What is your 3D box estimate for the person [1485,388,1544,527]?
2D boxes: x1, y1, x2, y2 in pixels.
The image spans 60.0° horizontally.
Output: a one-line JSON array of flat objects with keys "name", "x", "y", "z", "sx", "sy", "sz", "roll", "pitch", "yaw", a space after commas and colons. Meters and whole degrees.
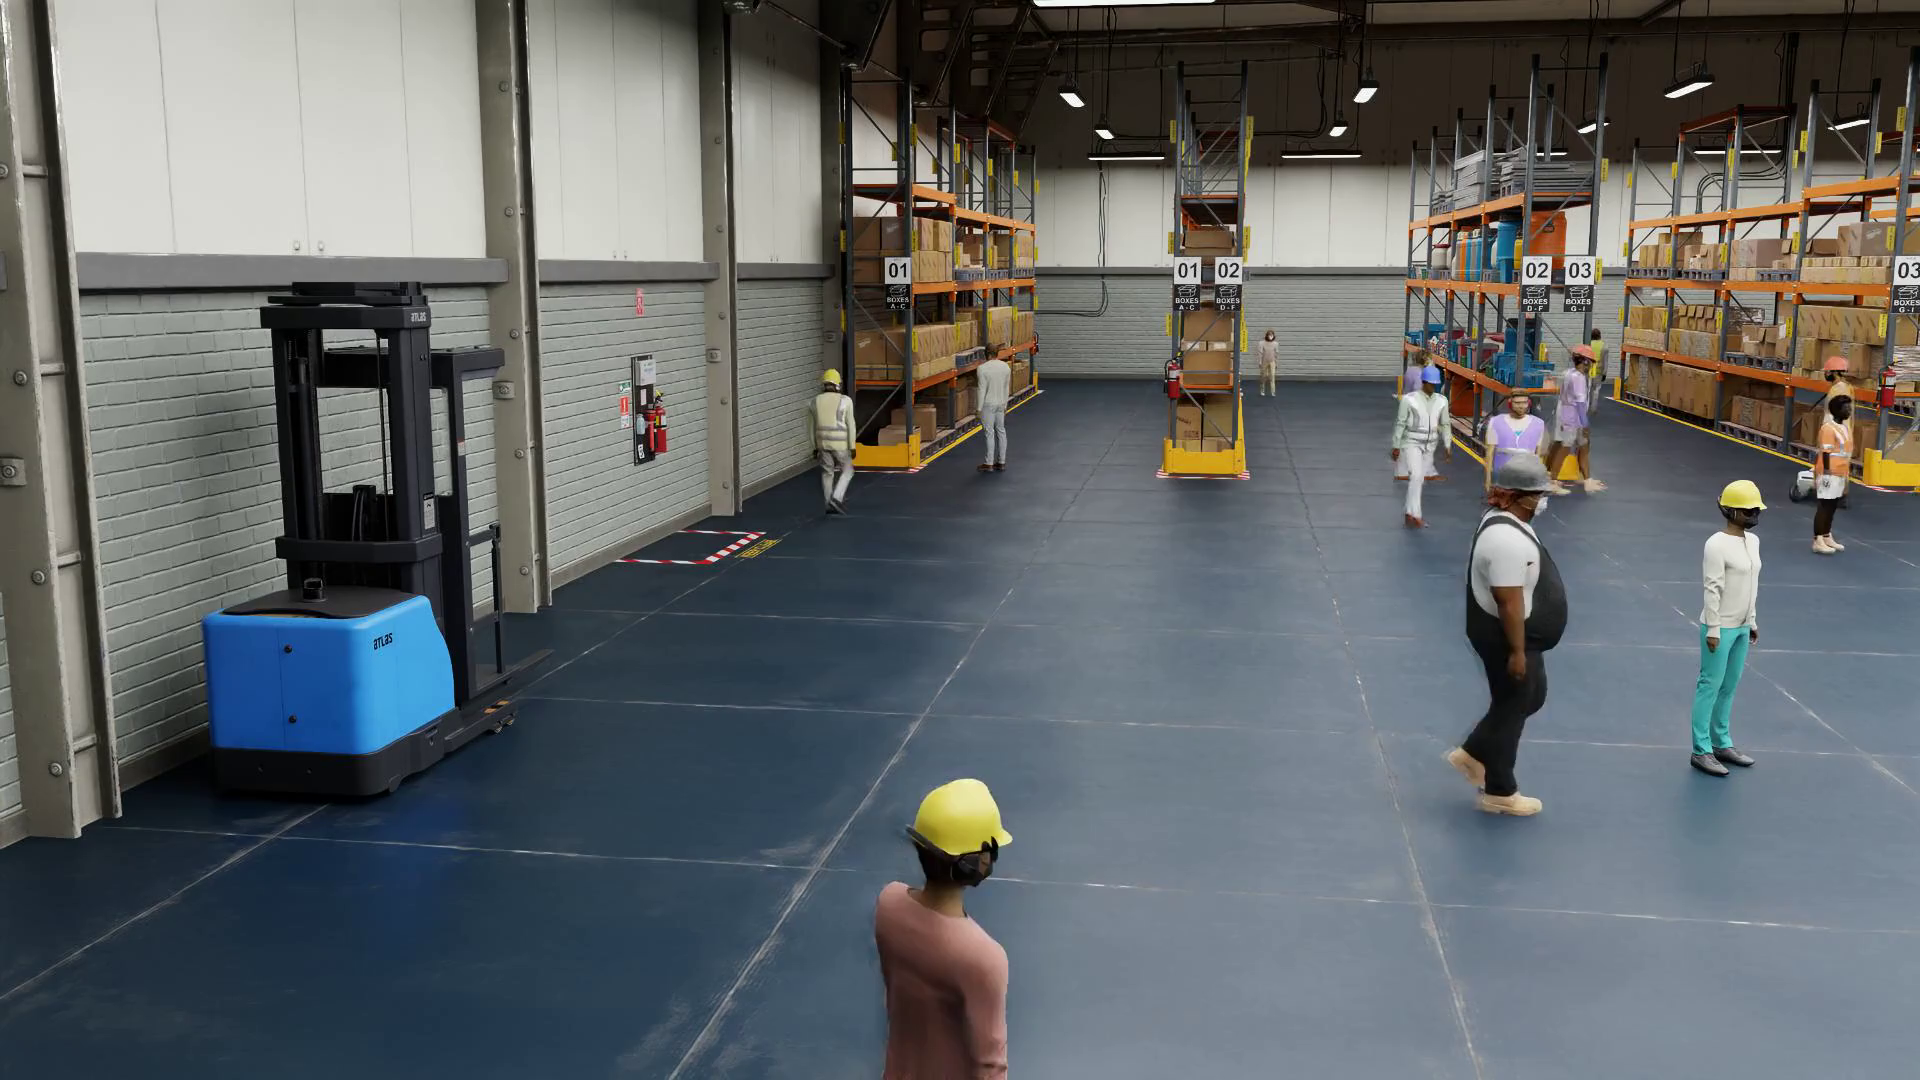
[{"name": "person", "x": 5.628, "y": -0.631, "z": 16.931, "sx": 0.590, "sy": 1.825, "sz": 0.536, "roll": 1, "pitch": 9, "yaw": 7}]

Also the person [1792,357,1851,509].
[{"name": "person", "x": 11.010, "y": -1.377, "z": 21.235, "sx": 0.780, "sy": 1.913, "sz": 0.571, "roll": 6, "pitch": 11, "yaw": 34}]

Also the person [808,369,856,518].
[{"name": "person", "x": -1.542, "y": -1.176, "z": 20.291, "sx": 0.618, "sy": 1.816, "sz": 0.417, "roll": 3, "pitch": 10, "yaw": 19}]

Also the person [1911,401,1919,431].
[{"name": "person", "x": 16.654, "y": -2.437, "z": 28.645, "sx": 0.498, "sy": 1.633, "sz": 0.285, "roll": 1, "pitch": 9, "yaw": 4}]

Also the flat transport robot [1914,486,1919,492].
[{"name": "flat transport robot", "x": 13.688, "y": -0.750, "z": 22.567, "sx": 1.431, "sy": 0.197, "sz": 0.652, "roll": -5, "pitch": 11, "yaw": -29}]

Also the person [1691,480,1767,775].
[{"name": "person", "x": 4.654, "y": 0.515, "z": 10.035, "sx": 0.525, "sy": 1.769, "sz": 0.313, "roll": -7, "pitch": 12, "yaw": -38}]

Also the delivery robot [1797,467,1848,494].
[{"name": "delivery robot", "x": 11.272, "y": -0.801, "z": 21.720, "sx": 0.707, "sy": 0.478, "sz": 0.477, "roll": -6, "pitch": 11, "yaw": -33}]

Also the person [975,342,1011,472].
[{"name": "person", "x": 0.480, "y": -2.011, "z": 25.084, "sx": 0.628, "sy": 1.940, "sz": 0.373, "roll": -8, "pitch": 12, "yaw": -40}]

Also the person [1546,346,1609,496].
[{"name": "person", "x": 8.331, "y": -1.577, "z": 22.239, "sx": 0.930, "sy": 1.987, "sz": 0.685, "roll": 3, "pitch": 10, "yaw": 15}]

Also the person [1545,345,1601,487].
[{"name": "person", "x": 8.534, "y": -1.705, "z": 23.033, "sx": 0.942, "sy": 1.984, "sz": 0.628, "roll": 7, "pitch": 12, "yaw": 37}]

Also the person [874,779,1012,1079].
[{"name": "person", "x": -0.082, "y": 1.462, "z": 4.273, "sx": 0.741, "sy": 1.740, "sz": 0.526, "roll": -8, "pitch": 12, "yaw": -41}]

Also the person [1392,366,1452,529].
[{"name": "person", "x": 5.434, "y": -1.074, "z": 19.407, "sx": 0.614, "sy": 1.901, "sz": 0.864, "roll": -3, "pitch": 10, "yaw": -18}]

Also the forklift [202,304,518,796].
[{"name": "forklift", "x": -3.673, "y": -0.038, "z": 10.147, "sx": 1.129, "sy": 2.768, "sz": 1.873, "roll": 1, "pitch": 9, "yaw": 9}]

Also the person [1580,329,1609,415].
[{"name": "person", "x": 13.253, "y": -3.526, "z": 34.883, "sx": 0.620, "sy": 1.797, "sz": 0.963, "roll": 3, "pitch": 10, "yaw": 17}]

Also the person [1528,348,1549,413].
[{"name": "person", "x": 12.196, "y": -3.504, "z": 35.251, "sx": 0.541, "sy": 1.626, "sz": 0.375, "roll": 3, "pitch": 10, "yaw": 15}]

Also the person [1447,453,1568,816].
[{"name": "person", "x": 3.084, "y": 0.530, "z": 9.230, "sx": 0.537, "sy": 2.000, "sz": 0.698, "roll": 3, "pitch": 10, "yaw": 15}]

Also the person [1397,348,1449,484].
[{"name": "person", "x": 6.591, "y": -1.741, "z": 23.490, "sx": 0.830, "sy": 1.910, "sz": 0.662, "roll": 1, "pitch": 9, "yaw": 4}]

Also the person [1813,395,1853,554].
[{"name": "person", "x": 9.364, "y": -0.707, "z": 17.815, "sx": 0.562, "sy": 1.693, "sz": 0.324, "roll": -8, "pitch": 12, "yaw": -42}]

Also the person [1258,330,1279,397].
[{"name": "person", "x": 7.389, "y": -4.246, "z": 39.924, "sx": 0.502, "sy": 1.595, "sz": 0.831, "roll": 0, "pitch": 9, "yaw": 0}]

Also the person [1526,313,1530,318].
[{"name": "person", "x": 13.721, "y": -4.519, "z": 40.421, "sx": 0.619, "sy": 1.986, "sz": 0.407, "roll": -3, "pitch": 10, "yaw": -18}]
